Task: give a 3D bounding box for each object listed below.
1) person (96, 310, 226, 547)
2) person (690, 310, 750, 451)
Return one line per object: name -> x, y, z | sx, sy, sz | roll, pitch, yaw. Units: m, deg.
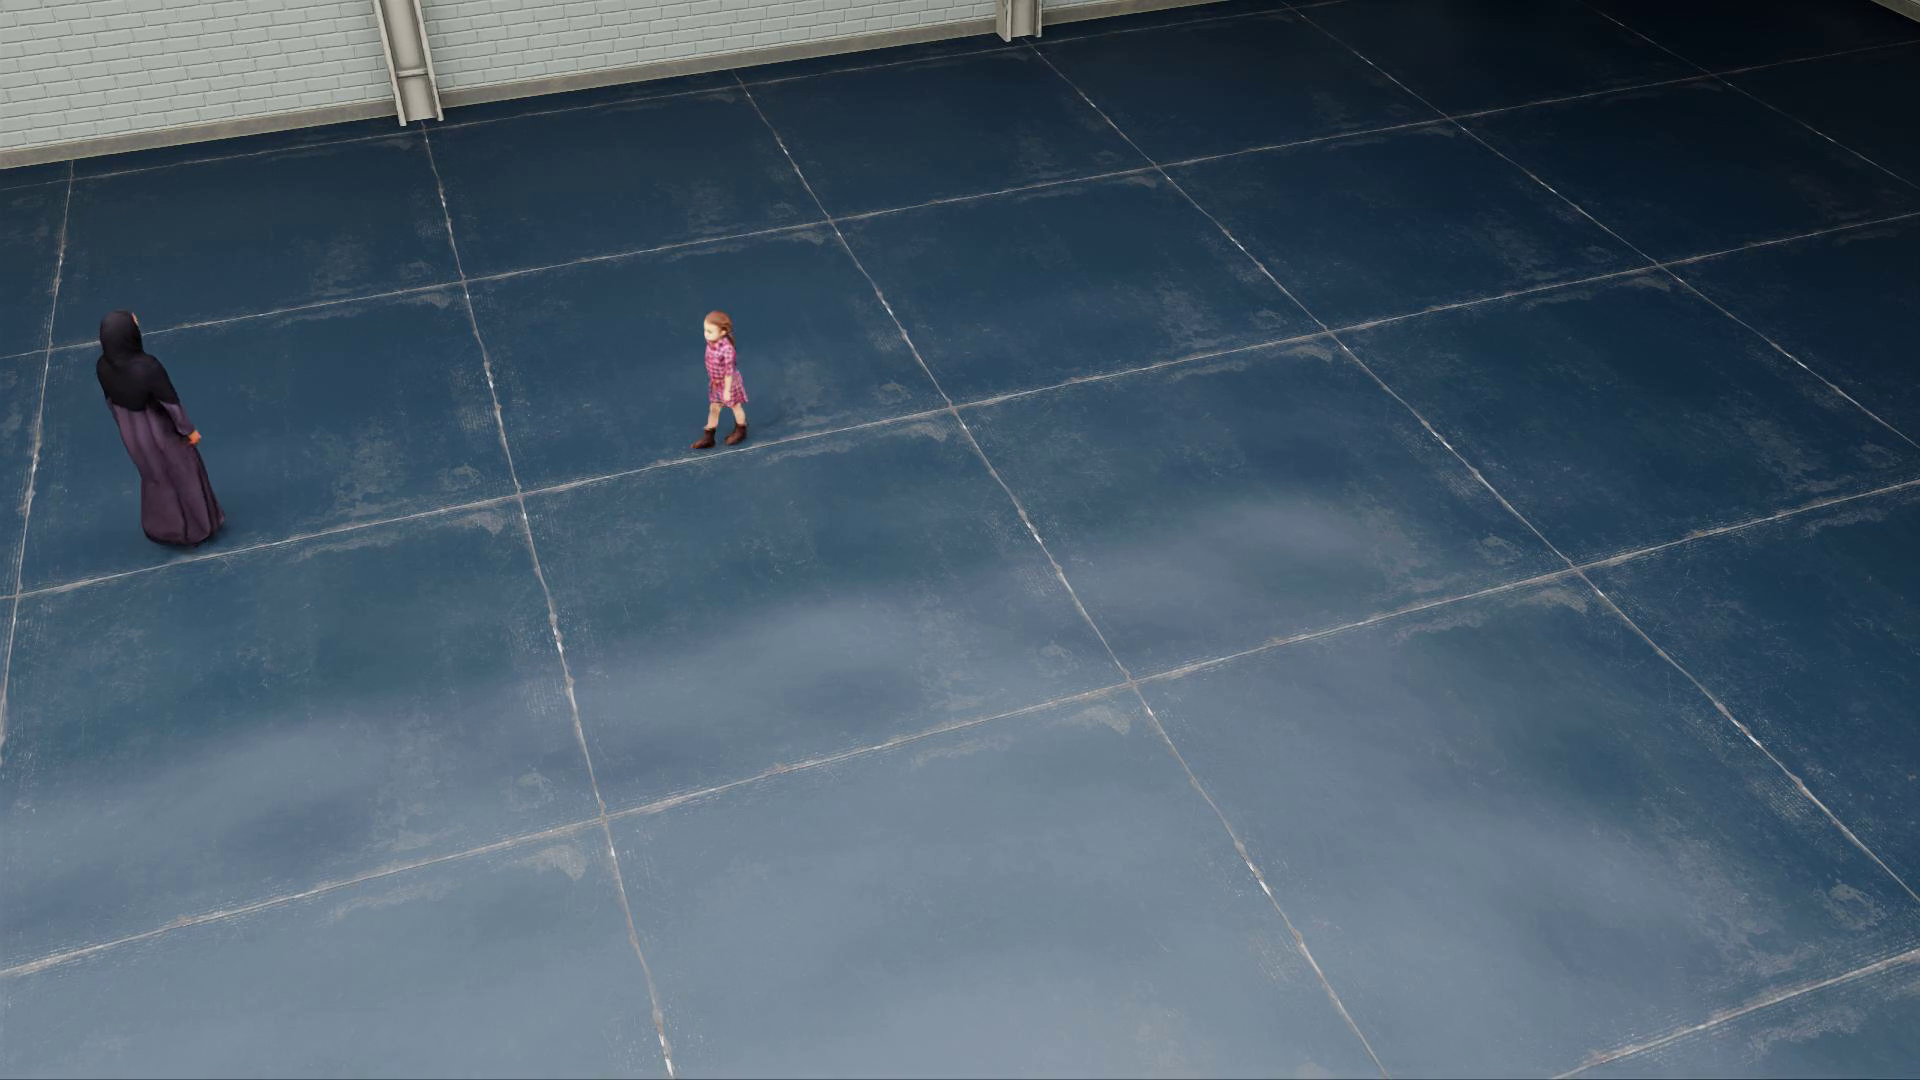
person -> -4.855, -0.656, 9.984 | 0.783, 1.621, 0.853 | 8, 39, 10
person -> -1.518, -1.077, 11.019 | 0.708, 1.009, 0.576 | -30, 47, -32
